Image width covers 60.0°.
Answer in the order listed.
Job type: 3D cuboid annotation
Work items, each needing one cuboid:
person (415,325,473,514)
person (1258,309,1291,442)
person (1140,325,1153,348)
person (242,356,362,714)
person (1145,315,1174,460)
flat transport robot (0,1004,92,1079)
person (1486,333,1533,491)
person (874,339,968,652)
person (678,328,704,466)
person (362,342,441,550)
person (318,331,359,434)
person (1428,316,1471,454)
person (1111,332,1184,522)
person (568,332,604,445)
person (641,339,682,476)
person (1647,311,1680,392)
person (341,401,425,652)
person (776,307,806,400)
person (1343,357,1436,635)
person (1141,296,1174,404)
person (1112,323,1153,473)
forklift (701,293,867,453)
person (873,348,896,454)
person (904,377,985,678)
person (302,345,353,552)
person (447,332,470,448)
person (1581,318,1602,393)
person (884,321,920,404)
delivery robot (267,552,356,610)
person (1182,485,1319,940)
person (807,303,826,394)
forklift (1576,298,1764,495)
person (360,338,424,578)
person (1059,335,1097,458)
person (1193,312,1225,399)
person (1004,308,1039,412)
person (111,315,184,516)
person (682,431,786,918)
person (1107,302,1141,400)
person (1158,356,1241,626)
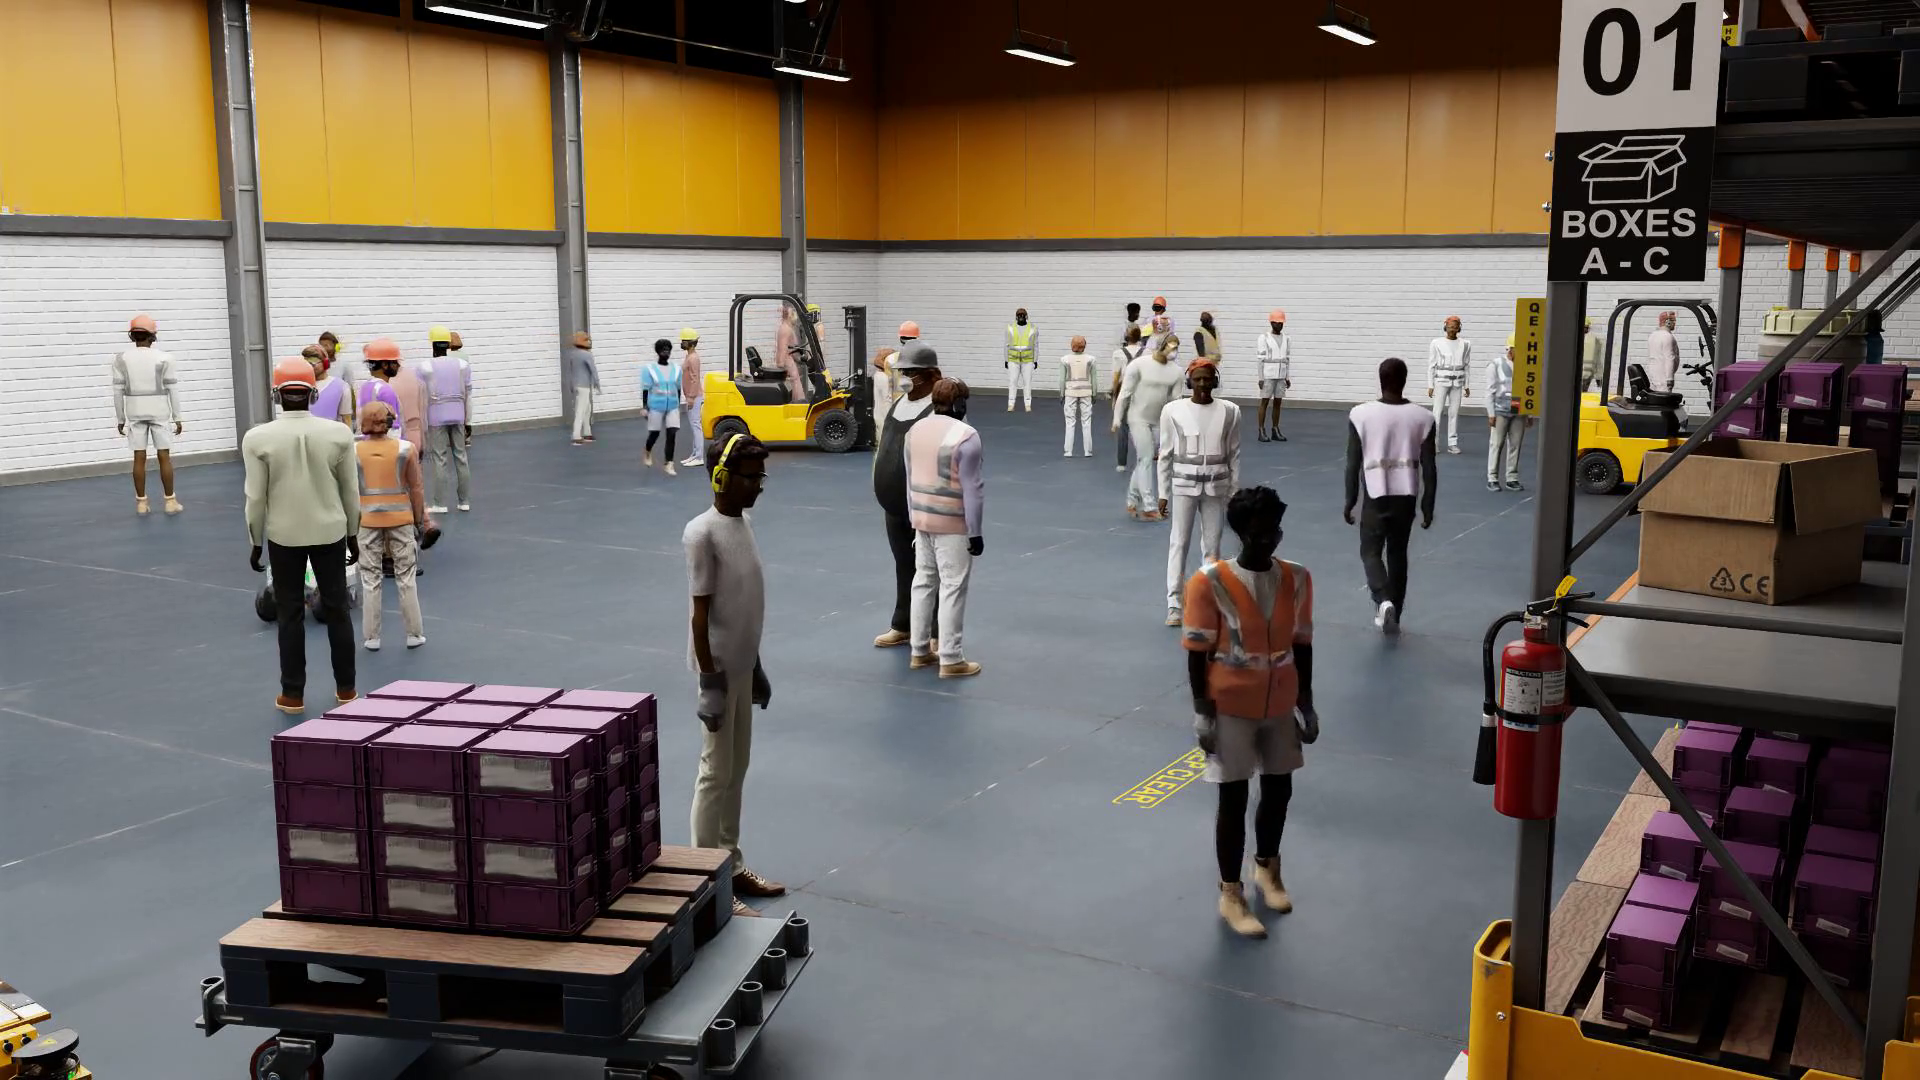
[{"bbox_3d":[-5.280,-1.227,17.034,0.585,1.928,0.368,-7,12,-39],"label":"person"},{"bbox_3d":[4.609,-2.399,24.315,0.547,1.938,0.378,-4,10,-23],"label":"person"},{"bbox_3d":[2.596,-2.075,22.913,0.545,1.743,0.398,3,9,15],"label":"person"},{"bbox_3d":[-3.670,-0.025,9.320,0.609,1.995,0.378,-6,11,-31],"label":"person"},{"bbox_3d":[2.647,-2.012,21.984,0.408,1.913,0.642,2,9,10],"label":"person"},{"bbox_3d":[-3.301,1.514,5.078,1.431,0.197,0.652,7,12,39],"label":"flat transport robot"},{"bbox_3d":[6.221,-1.445,18.774,0.584,1.815,0.429,-1,9,-8],"label":"person"},{"bbox_3d":[-0.296,-0.273,10.725,0.535,2.000,0.674,-8,12,-41],"label":"person"},{"bbox_3d":[-3.439,-1.824,21.264,0.308,1.769,0.525,-2,9,-13],"label":"person"},{"bbox_3d":[-4.850,-0.768,14.321,0.442,1.879,0.683,2,9,13],"label":"person"},{"bbox_3d":[-6.830,-1.371,18.203,0.520,1.844,0.781,3,9,15],"label":"person"},{"bbox_3d":[6.670,-2.110,22.681,0.584,1.881,0.337,-1,9,-5],"label":"person"},{"bbox_3d":[1.914,-1.115,16.482,0.707,1.879,0.868,-5,10,-28],"label":"person"},{"bbox_3d":[-5.369,-2.178,23.977,0.519,1.608,0.664,9,13,44],"label":"person"},{"bbox_3d":[-3.656,-1.629,20.311,0.531,1.680,0.637,-5,11,-30],"label":"person"},{"bbox_3d":[10.318,-2.394,24.378,0.406,1.911,0.639,0,9,-1],"label":"person"},{"bbox_3d":[-3.746,-0.089,10.829,0.512,1.639,0.311,-3,9,-15],"label":"person"},{"bbox_3d":[-2.903,-3.099,28.935,0.967,1.863,0.661,-2,9,-10],"label":"person"},{"bbox_3d":[2.913,-0.275,11.201,0.613,1.894,0.681,0,9,-1],"label":"person"},{"bbox_3d":[3.586,-3.377,30.089,0.616,2.041,0.382,3,10,17],"label":"person"},{"bbox_3d":[2.131,-1.745,20.519,0.514,1.845,0.338,0,9,2],"label":"person"},{"bbox_3d":[-2.458,-2.344,23.176,2.313,2.155,1.214,0,9,-2],"label":"forklift"},{"bbox_3d":[-0.812,-1.304,18.446,0.286,1.630,0.530,-2,9,-13],"label":"person"},{"bbox_3d":[-0.085,-0.082,10.227,0.430,1.833,0.638,-7,12,-38],"label":"person"},{"bbox_3d":[-5.553,-0.780,14.523,0.564,1.838,0.390,2,9,14],"label":"person"},{"bbox_3d":[-7.134,-2.119,23.517,0.284,1.633,0.500,4,10,22],"label":"person"},{"bbox_3d":[9.484,-2.538,25.628,0.630,1.785,0.858,-1,9,-9],"label":"person"},{"bbox_3d":[-0.557,-1.432,18.273,0.542,1.939,0.362,1,9,8],"label":"person"},{"bbox_3d":[-4.636,0.232,11.904,0.477,0.478,0.707,1,9,8],"label":"delivery robot"},{"bbox_3d":[1.088,0.630,6.215,0.565,1.679,0.406,-3,10,-20],"label":"person"},{"bbox_3d":[-2.588,-3.266,29.756,0.364,1.928,0.587,-4,10,-22],"label":"person"},{"bbox_3d":[7.954,-1.589,18.462,2.313,2.155,1.214,5,11,30],"label":"forklift"},{"bbox_3d":[-4.631,-0.662,13.471,0.355,1.939,0.543,-8,12,-40],"label":"person"},{"bbox_3d":[1.576,-1.910,22.188,0.514,1.641,0.309,0,9,0],"label":"person"},{"bbox_3d":[4.328,-3.049,28.834,0.716,1.802,0.437,-7,11,-37],"label":"person"},{"bbox_3d":[1.085,-3.196,29.590,0.619,1.845,0.430,1,9,4],"label":"person"},{"bbox_3d":[-8.252,-1.267,16.928,0.615,2.038,0.395,-2,9,-14],"label":"person"},{"bbox_3d":[-0.866,0.515,6.358,0.327,1.865,0.519,2,9,13],"label":"person"},{"bbox_3d":[3.048,-3.379,30.435,0.612,1.943,0.614,3,10,20],"label":"person"},{"bbox_3d":[1.665,-0.332,11.583,0.584,1.882,0.339,0,9,-3],"label":"person"}]
